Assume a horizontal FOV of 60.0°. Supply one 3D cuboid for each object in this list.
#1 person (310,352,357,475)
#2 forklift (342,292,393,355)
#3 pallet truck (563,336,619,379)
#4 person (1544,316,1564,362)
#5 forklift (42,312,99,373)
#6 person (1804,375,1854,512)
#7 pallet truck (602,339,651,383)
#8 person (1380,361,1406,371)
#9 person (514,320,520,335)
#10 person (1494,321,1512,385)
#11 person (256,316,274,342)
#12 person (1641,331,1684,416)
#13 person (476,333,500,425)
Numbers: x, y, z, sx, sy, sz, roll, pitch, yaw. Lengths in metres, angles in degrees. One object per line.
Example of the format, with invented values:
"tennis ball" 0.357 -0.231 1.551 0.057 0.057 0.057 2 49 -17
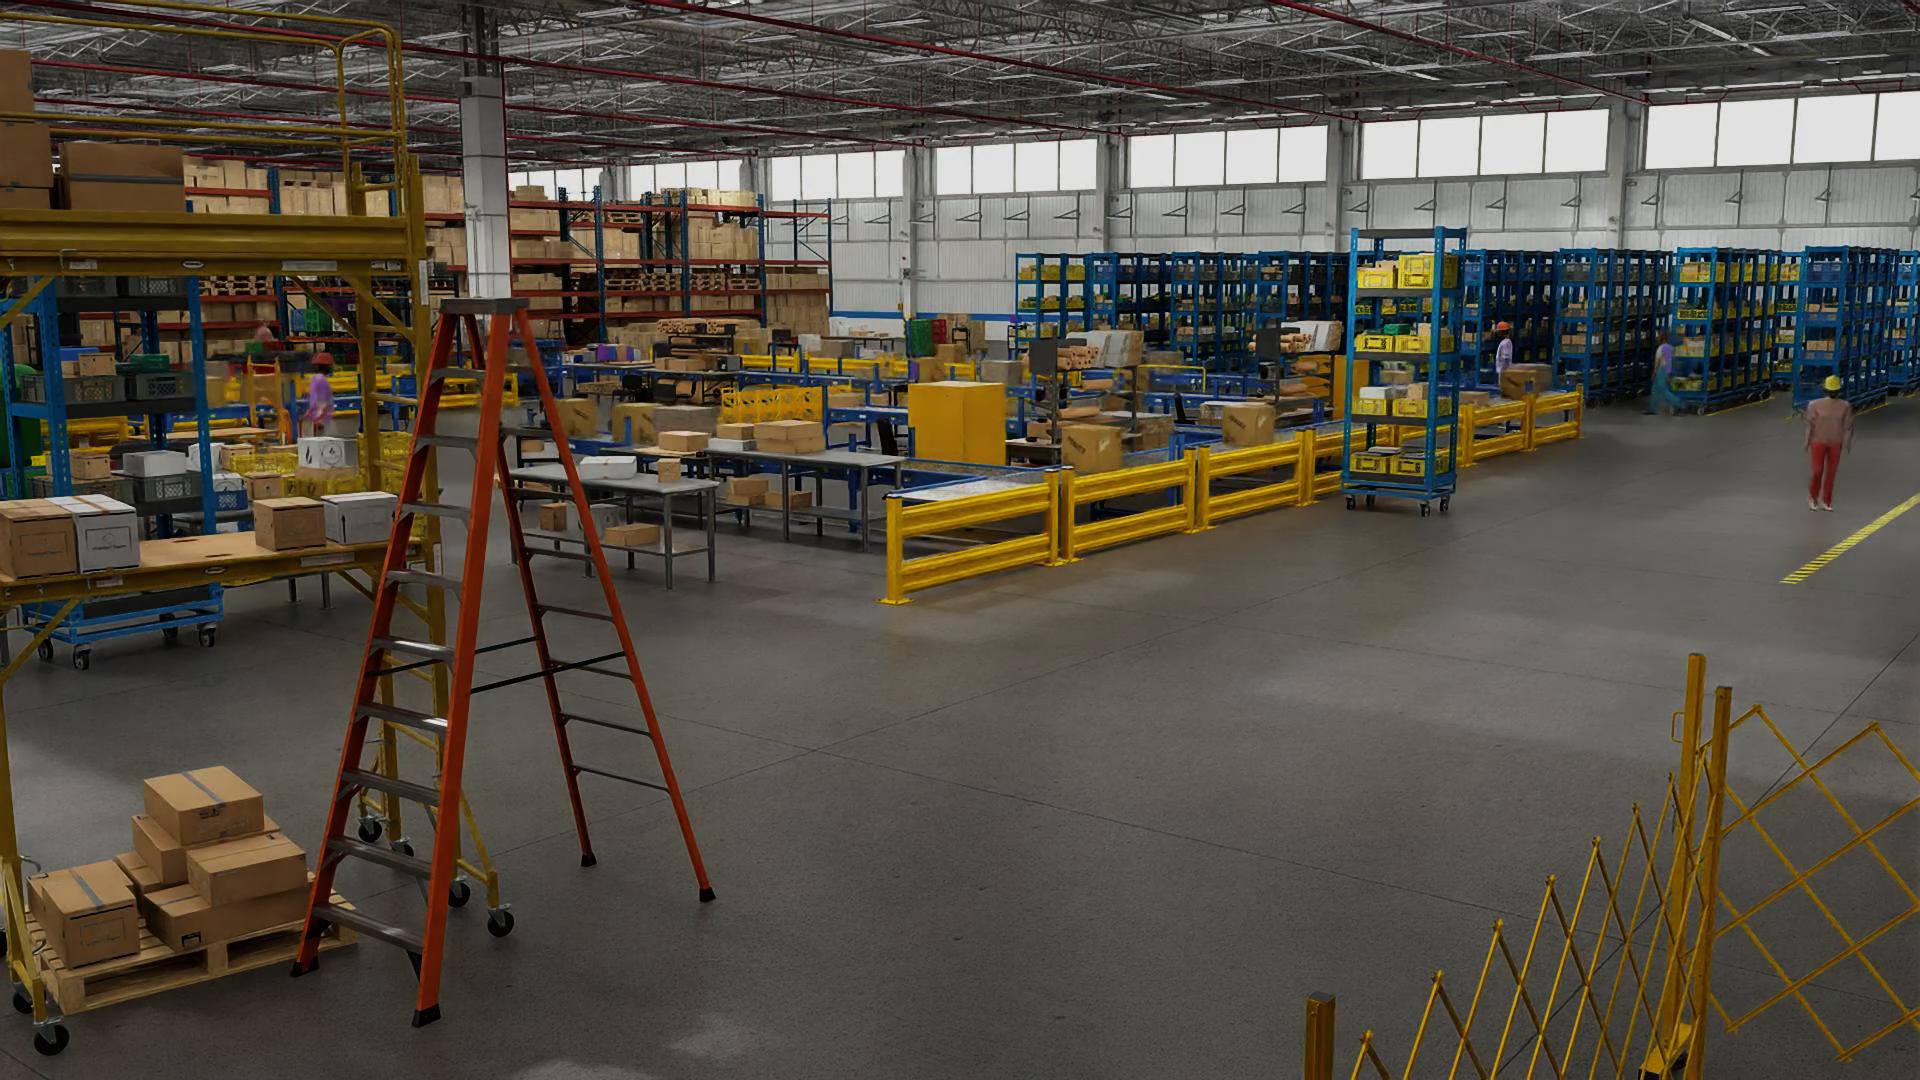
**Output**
"person" -9.450 -1.812 24.440 0.954 1.900 0.552 -6 11 -35
"forklift" -16.485 -5.622 45.120 1.129 2.768 1.873 7 11 37
"pallet truck" -10.690 -5.294 48.215 1.601 1.201 0.680 -5 10 -26
"person" 17.299 -5.677 48.327 0.495 1.958 0.679 -3 10 -21
"forklift" -23.779 -5.451 44.052 1.873 2.768 1.129 7 11 36
"person" 11.062 -1.221 21.143 0.545 1.747 0.501 2 9 13
"pallet truck" -8.991 -4.871 45.351 0.653 1.274 1.630 7 11 37
"person" 10.383 -4.253 39.933 0.623 1.806 0.503 8 12 42
"person" -16.508 -7.760 62.072 0.551 1.713 0.912 8 12 42
"person" 11.273 -3.519 34.603 0.393 2.041 0.614 3 9 16
"person" -18.837 -5.106 45.012 0.728 1.886 0.650 -9 12 -43
"person" 15.081 -3.559 35.548 0.827 1.822 0.572 7 11 36
"person" -9.031 -3.007 31.869 0.443 1.889 0.656 2 9 11
